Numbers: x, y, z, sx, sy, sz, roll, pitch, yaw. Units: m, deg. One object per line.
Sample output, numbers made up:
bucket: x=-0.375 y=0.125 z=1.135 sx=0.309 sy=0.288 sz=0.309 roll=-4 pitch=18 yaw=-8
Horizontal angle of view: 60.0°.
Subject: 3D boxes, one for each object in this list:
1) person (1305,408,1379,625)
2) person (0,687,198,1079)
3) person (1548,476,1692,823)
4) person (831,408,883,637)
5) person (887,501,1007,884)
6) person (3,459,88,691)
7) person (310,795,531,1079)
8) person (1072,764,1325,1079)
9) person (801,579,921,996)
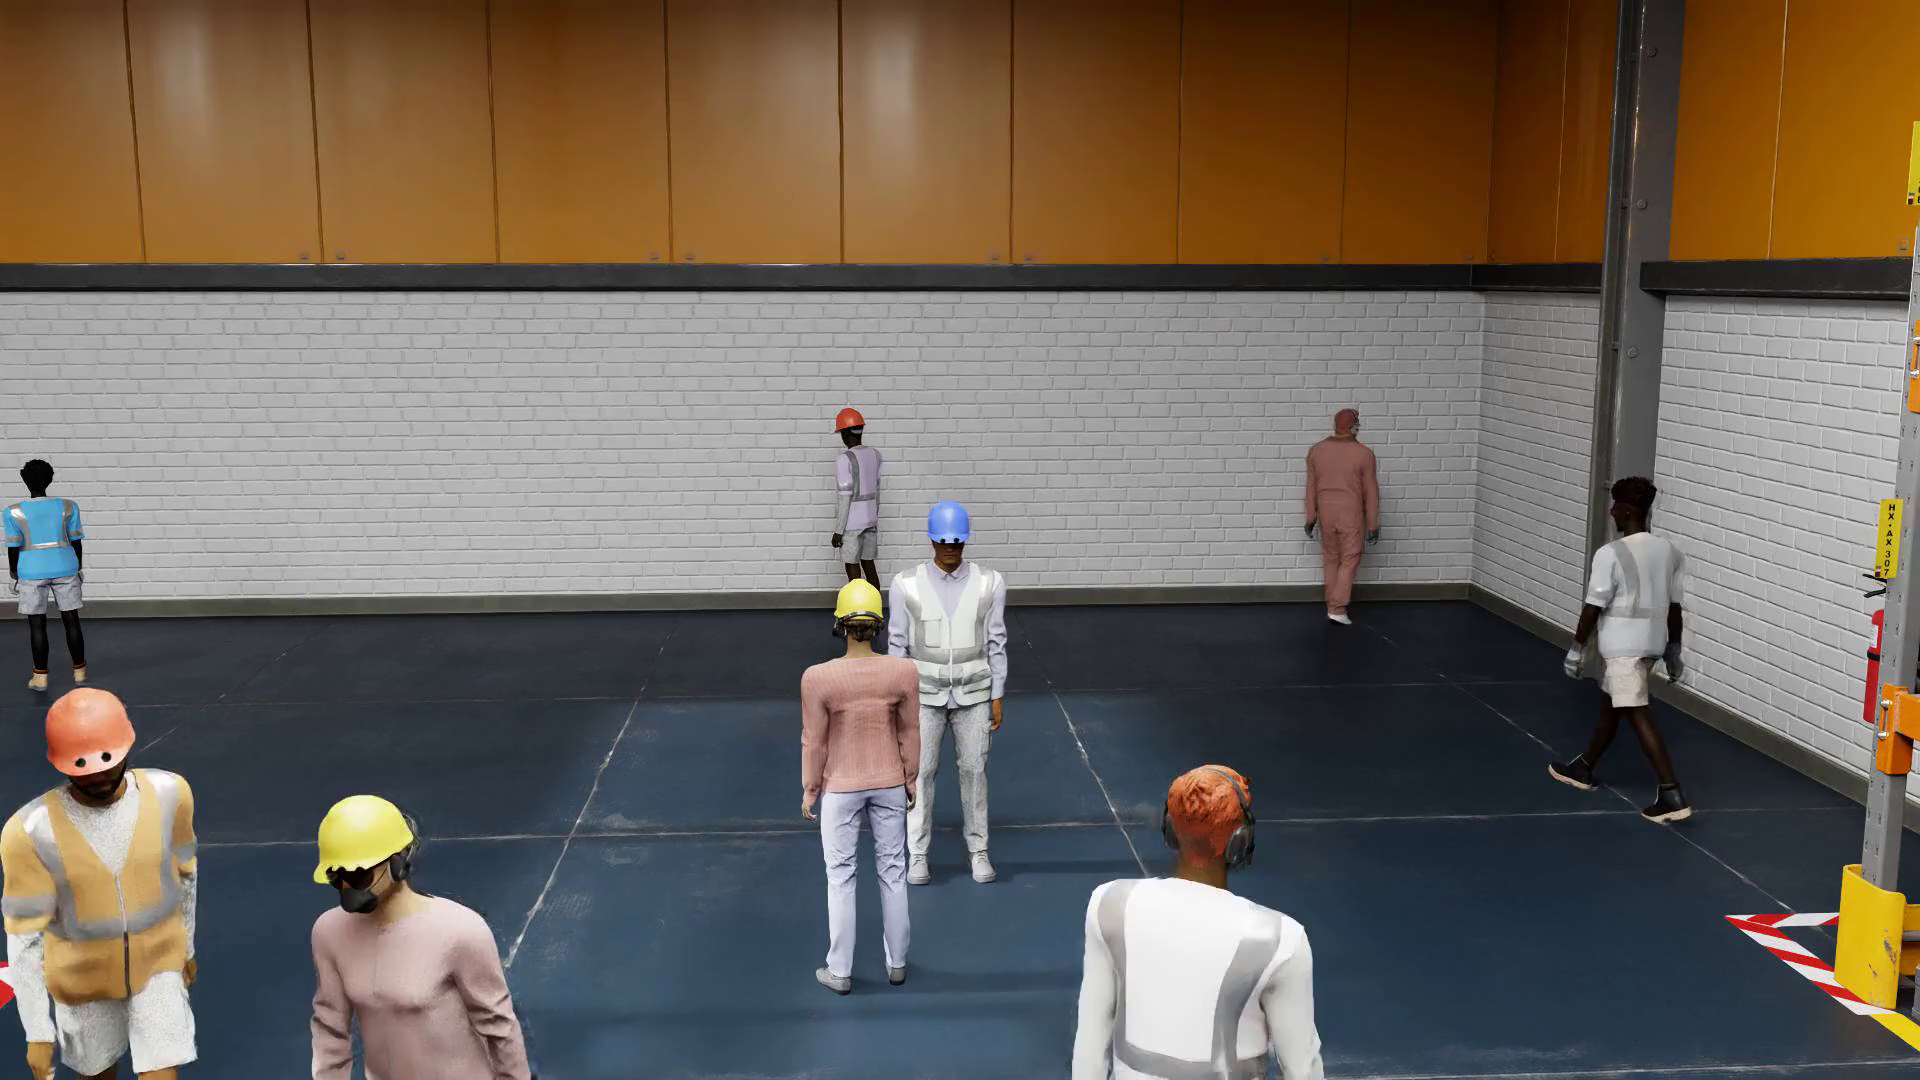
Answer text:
person: x=3.335 y=-0.205 z=14.531 sx=0.684 sy=1.912 sz=0.563 roll=8 pitch=12 yaw=40
person: x=-2.555 y=1.320 z=5.017 sx=0.553 sy=1.847 sz=1.050 roll=-7 pitch=11 yaw=-37
person: x=3.814 y=0.595 z=9.432 sx=0.628 sy=1.915 sz=1.067 roll=-5 pitch=10 yaw=-29
person: x=-0.889 y=-0.144 z=13.974 sx=0.374 sy=1.928 sz=0.542 roll=6 pitch=11 yaw=33
person: x=-0.065 y=0.760 z=8.265 sx=0.606 sy=1.938 sz=0.409 roll=-1 pitch=9 yaw=-5
person: x=-6.690 y=0.255 z=12.189 sx=0.529 sy=1.697 sz=0.321 roll=-8 pitch=12 yaw=-40
person: x=-1.408 y=1.478 z=4.376 sx=0.540 sy=1.730 sz=0.638 roll=3 pitch=10 yaw=21
person: x=0.630 y=1.458 z=4.181 sx=0.600 sy=1.837 sz=0.924 roll=6 pitch=11 yaw=32
person: x=-0.421 y=1.041 z=7.044 sx=0.529 sy=1.768 sz=0.312 roll=-3 pitch=10 yaw=-20
